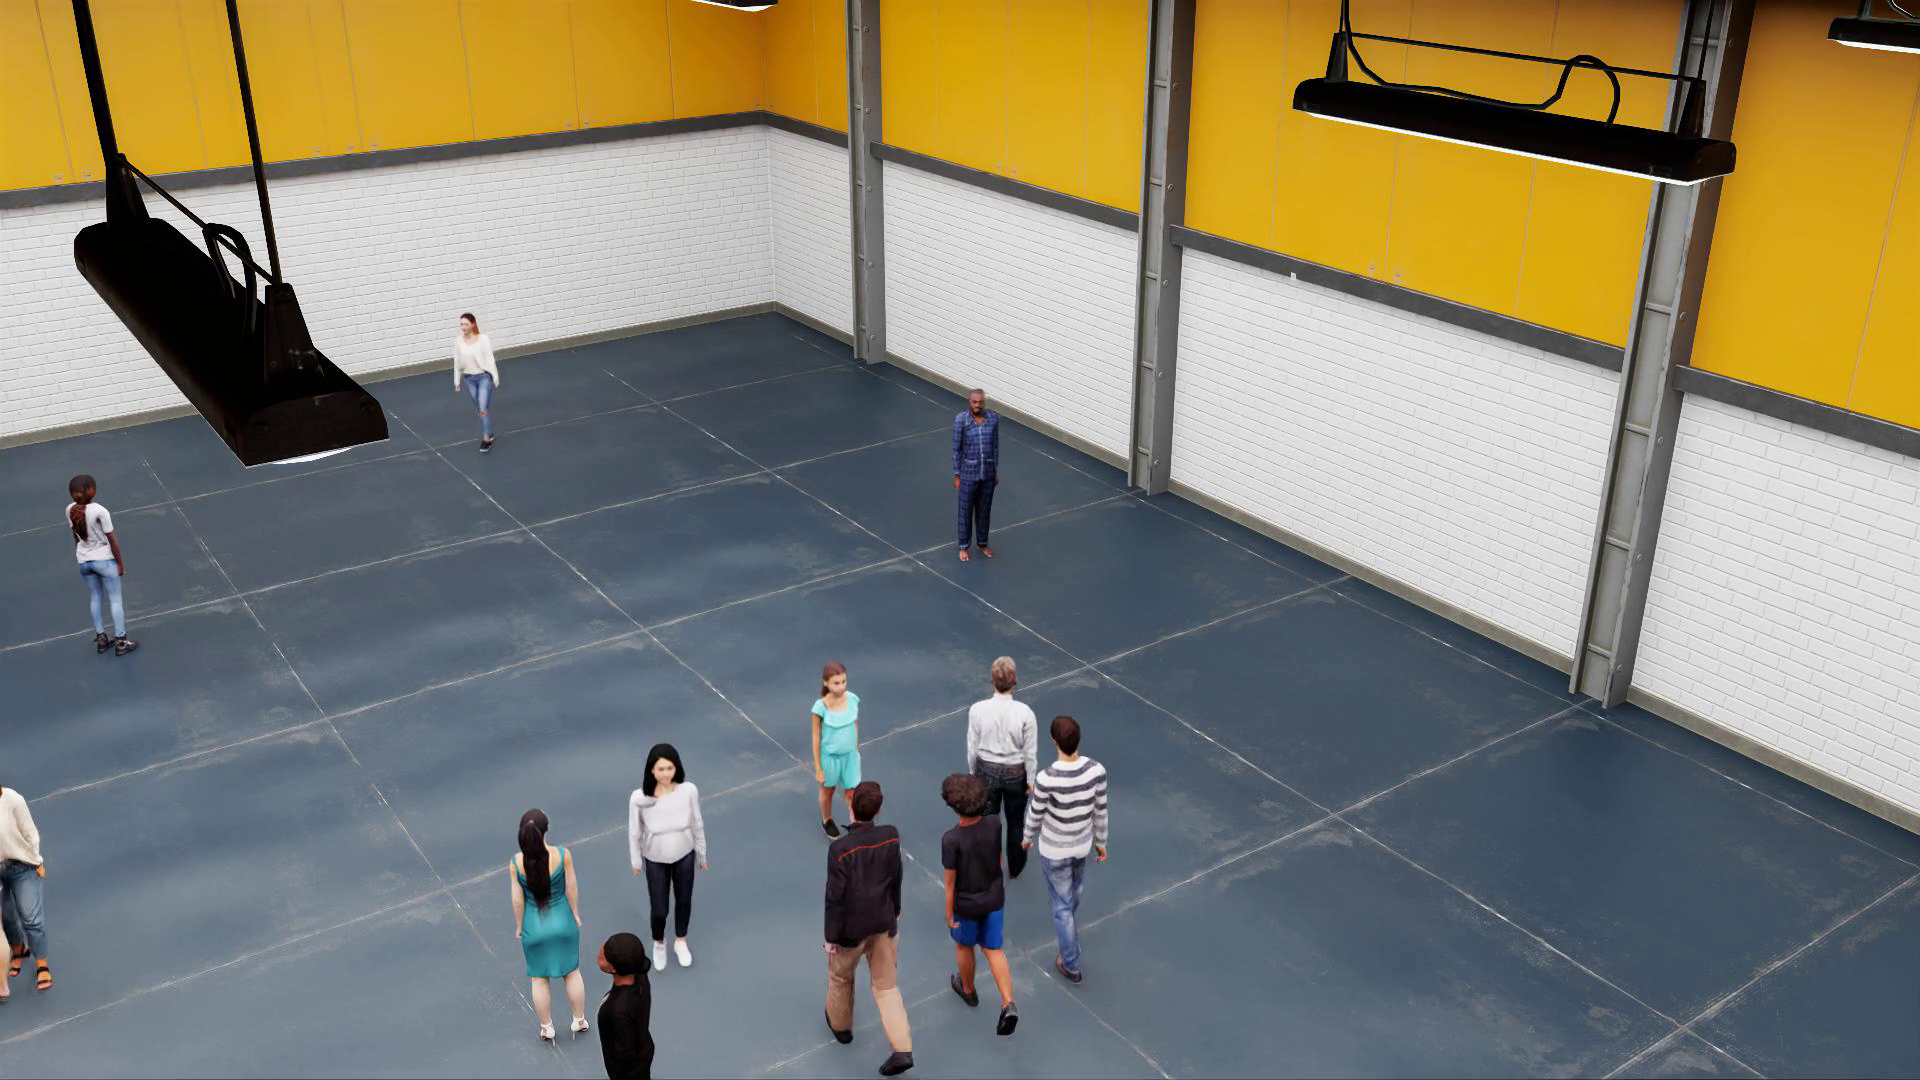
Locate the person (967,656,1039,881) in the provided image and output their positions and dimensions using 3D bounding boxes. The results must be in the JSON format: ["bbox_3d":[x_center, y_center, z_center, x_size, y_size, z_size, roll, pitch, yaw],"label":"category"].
[{"bbox_3d":[0.287,1.658,11.661,0.864,1.823,0.928,2,24,5],"label":"person"}]

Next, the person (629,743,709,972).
[{"bbox_3d":[-1.929,2.035,10.964,0.677,1.691,0.634,-10,25,-21],"label":"person"}]

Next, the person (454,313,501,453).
[{"bbox_3d":[-5.785,-1.943,20.084,0.894,1.674,0.956,4,24,8],"label":"person"}]

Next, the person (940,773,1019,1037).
[{"bbox_3d":[0.149,2.270,10.322,0.711,1.774,1.070,-11,26,-24],"label":"person"}]

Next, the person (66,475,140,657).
[{"bbox_3d":[-7.827,0.213,15.094,0.645,1.720,0.706,4,24,9],"label":"person"}]

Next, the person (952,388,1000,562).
[{"bbox_3d":[0.172,-0.697,17.045,0.728,1.824,0.689,-8,25,-17],"label":"person"}]

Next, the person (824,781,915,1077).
[{"bbox_3d":[-0.522,2.358,9.973,0.803,1.892,1.176,-13,27,-28],"label":"person"}]

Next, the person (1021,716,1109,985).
[{"bbox_3d":[0.731,2.049,10.781,0.787,1.812,1.095,-9,25,-20],"label":"person"}]

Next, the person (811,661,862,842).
[{"bbox_3d":[-0.942,1.573,12.229,0.645,1.524,1.023,-11,26,-24],"label":"person"}]

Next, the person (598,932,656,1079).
[{"bbox_3d":[-1.801,2.848,9.124,0.747,1.675,0.665,1,24,2],"label":"person"}]

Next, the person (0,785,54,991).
[{"bbox_3d":[-6.195,2.109,10.797,0.743,1.689,0.782,-6,24,-14],"label":"person"}]

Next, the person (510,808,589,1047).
[{"bbox_3d":[-2.527,2.371,10.201,0.599,1.685,0.580,-6,24,-14],"label":"person"}]
